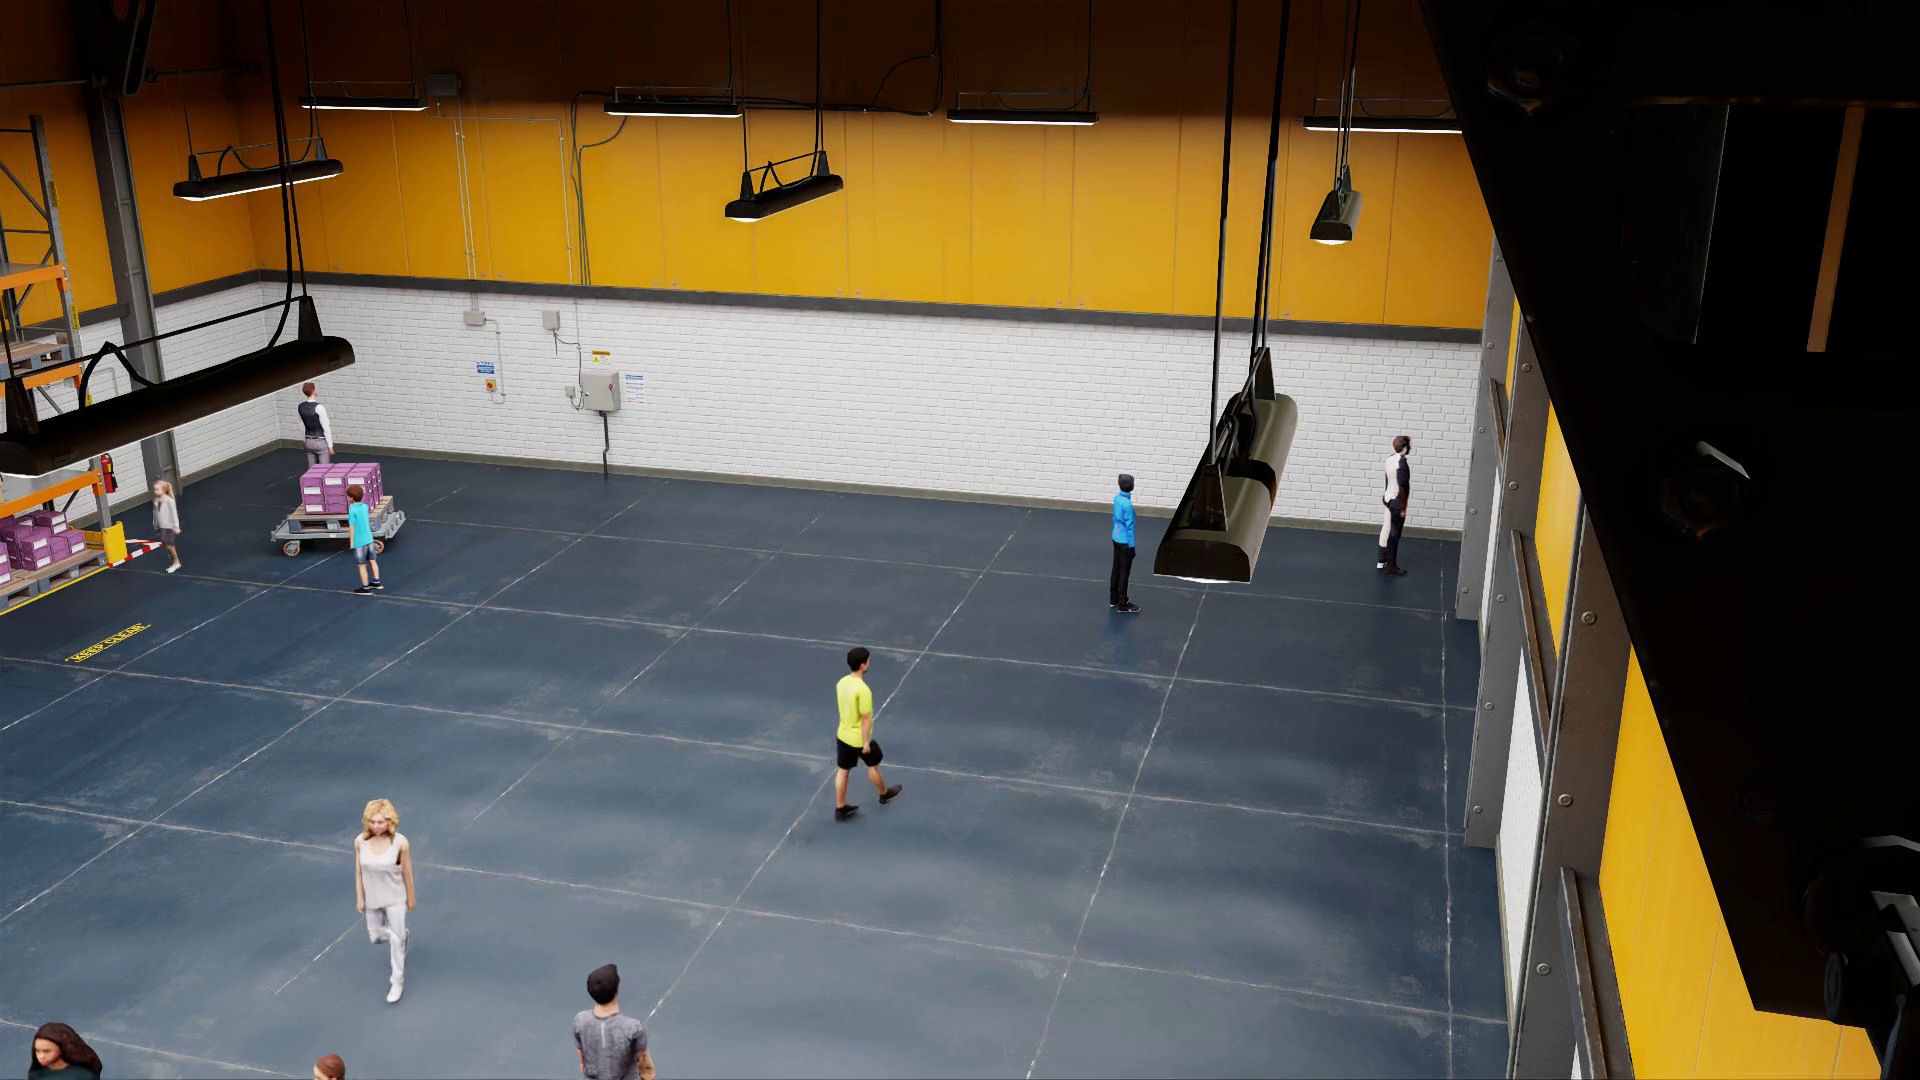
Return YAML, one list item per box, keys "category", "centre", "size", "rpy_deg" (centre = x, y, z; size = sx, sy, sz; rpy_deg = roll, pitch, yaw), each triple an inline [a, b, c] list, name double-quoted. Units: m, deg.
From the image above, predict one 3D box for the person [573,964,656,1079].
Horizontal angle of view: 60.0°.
- category: "person"
  centre: [-2.199, 3.555, 10.401]
  size: [0.691, 1.854, 0.911]
  rpy_deg: [4, 19, 13]

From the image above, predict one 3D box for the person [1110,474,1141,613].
- category: "person"
  centre: [2.051, 0.022, 20.988]
  size: [0.756, 1.793, 0.660]
  rpy_deg: [-6, 20, -18]

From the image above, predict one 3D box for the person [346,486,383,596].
- category: "person"
  centre: [-7.778, -0.017, 21.645]
  size: [0.572, 1.447, 0.411]
  rpy_deg: [5, 19, 16]

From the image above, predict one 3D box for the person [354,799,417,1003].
- category: "person"
  centre: [-4.483, 2.759, 13.074]
  size: [0.714, 1.657, 0.921]
  rpy_deg: [1, 19, 2]

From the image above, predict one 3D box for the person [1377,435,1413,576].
- category: "person"
  centre: [5.859, -0.495, 22.367]
  size: [0.819, 1.891, 0.669]
  rpy_deg: [-3, 19, -7]

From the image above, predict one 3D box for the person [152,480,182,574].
- category: "person"
  centre: [-10.662, -0.201, 22.478]
  size: [0.556, 1.265, 0.592]
  rpy_deg: [8, 20, 22]

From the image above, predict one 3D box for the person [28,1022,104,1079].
- category: "person"
  centre: [-5.522, 3.692, 10.438]
  size: [0.637, 1.570, 1.105]
  rpy_deg: [3, 19, 10]

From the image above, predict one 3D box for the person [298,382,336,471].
- category: "person"
  centre: [-9.716, -1.446, 25.118]
  size: [0.667, 1.938, 0.579]
  rpy_deg: [6, 20, 18]

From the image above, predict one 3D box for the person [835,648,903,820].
- category: "person"
  centre: [-1.047, 1.859, 15.706]
  size: [1.094, 1.683, 0.942]
  rpy_deg: [-18, 25, -42]
